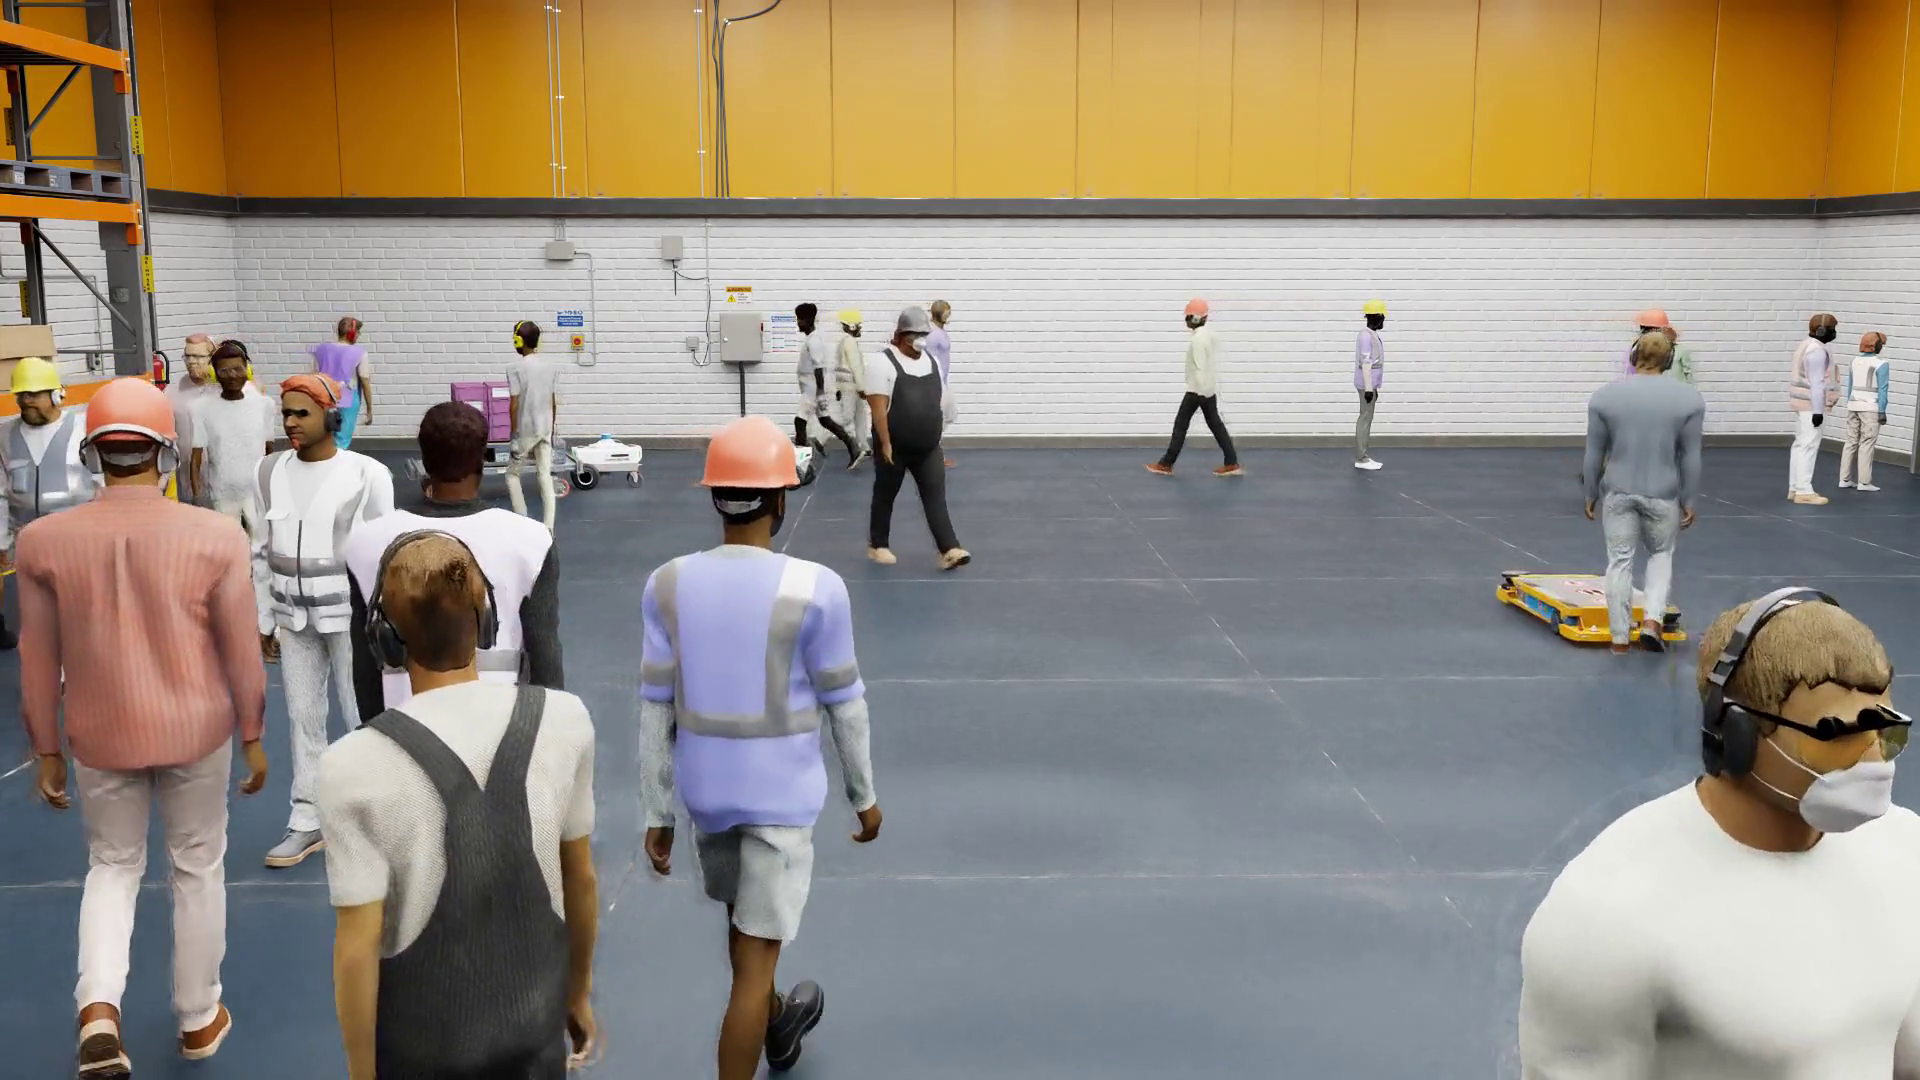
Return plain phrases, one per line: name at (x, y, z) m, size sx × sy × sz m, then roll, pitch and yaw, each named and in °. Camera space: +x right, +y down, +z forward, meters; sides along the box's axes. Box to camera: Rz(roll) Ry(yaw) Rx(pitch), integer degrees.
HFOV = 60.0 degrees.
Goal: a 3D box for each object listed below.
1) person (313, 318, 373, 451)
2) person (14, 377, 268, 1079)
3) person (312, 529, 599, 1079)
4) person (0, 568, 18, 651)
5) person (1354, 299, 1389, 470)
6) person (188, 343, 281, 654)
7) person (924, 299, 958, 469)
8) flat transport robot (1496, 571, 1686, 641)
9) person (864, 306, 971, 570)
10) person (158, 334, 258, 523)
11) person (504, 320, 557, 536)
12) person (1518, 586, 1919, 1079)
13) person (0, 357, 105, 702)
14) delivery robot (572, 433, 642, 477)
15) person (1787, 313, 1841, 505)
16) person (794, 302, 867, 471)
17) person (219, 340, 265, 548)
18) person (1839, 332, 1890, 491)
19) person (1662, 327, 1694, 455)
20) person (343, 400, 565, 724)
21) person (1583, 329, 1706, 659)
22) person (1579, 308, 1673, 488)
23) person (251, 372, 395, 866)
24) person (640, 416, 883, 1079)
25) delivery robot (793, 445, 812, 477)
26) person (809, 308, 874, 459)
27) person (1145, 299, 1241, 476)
person at (-6.120, -1.314, 16.564) m, size 0.624 × 1.777 × 0.949 m, roll 2°, pitch 9°, yaw 11°
person at (-2.240, 0.549, 4.577) m, size 0.625 × 1.976 × 0.616 m, roll -2°, pitch 10°, yaw -14°
person at (-0.829, 0.890, 2.928) m, size 0.518 × 1.825 × 0.674 m, roll -6°, pitch 11°, yaw -35°
person at (-5.798, -0.247, 9.637) m, size 0.562 × 1.911 × 0.757 m, roll -2°, pitch 9°, yaw -10°
person at (4.658, -1.767, 18.887) m, size 0.359 × 1.930 × 0.588 m, roll 3°, pitch 10°, yaw 18°
person at (-4.210, -0.222, 9.739) m, size 0.542 × 1.818 × 0.916 m, roll -6°, pitch 11°, yaw -34°
person at (-0.237, -1.756, 18.827) m, size 0.445 × 1.926 × 0.655 m, roll 2°, pitch 9°, yaw 9°
flat transport robot at (3.993, 0.409, 10.613) m, size 0.652 × 0.197 × 1.431 m, roll 0°, pitch 9°, yaw -1°
person at (-0.363, -0.787, 12.540) m, size 0.692 × 2.000 × 1.030 m, roll -6°, pitch 11°, yaw -31°
person at (-4.873, -0.407, 10.795) m, size 0.674 × 1.851 × 1.016 m, roll 1°, pitch 9°, yaw 4°
person at (-3.522, -0.861, 13.567) m, size 0.639 × 1.844 × 0.541 m, roll 8°, pitch 12°, yaw 40°
person at (0.992, 0.973, 2.238) m, size 0.631 × 1.896 × 1.018 m, roll -5°, pitch 11°, yaw -29°
person at (-4.731, -0.045, 8.673) m, size 0.614 × 1.814 × 0.431 m, roll -1°, pitch 9°, yaw -5°
delivery robot at (-3.662, -0.863, 17.259) m, size 0.707 × 0.478 × 0.477 m, roll -2°, pitch 9°, yaw -15°
person at (8.278, -1.271, 16.119) m, size 0.429 × 1.839 × 0.633 m, roll 3°, pitch 10°, yaw 17°
person at (-1.528, -1.688, 18.468) m, size 0.968 × 1.919 × 0.606 m, roll -1°, pitch 9°, yaw -4°
person at (-5.861, -0.779, 13.537) m, size 0.317 × 1.695 × 0.540 m, roll 3°, pitch 10°, yaw 18°
person at (9.265, -1.312, 17.020) m, size 0.315 × 1.629 × 0.507 m, roll -2°, pitch 9°, yaw -10°
person at (8.627, -1.814, 20.222) m, size 0.506 × 1.573 × 0.527 m, roll -8°, pitch 12°, yaw -41°
person at (-1.452, 0.539, 4.864) m, size 0.602 × 1.883 × 0.855 m, roll -2°, pitch 9°, yaw -11°
person at (3.948, -0.257, 9.665) m, size 0.637 × 1.921 × 0.437 m, roll 4°, pitch 10°, yaw 22°
person at (6.296, -1.220, 15.597) m, size 0.783 × 1.916 × 0.552 m, roll 4°, pitch 10°, yaw 24°
person at (-2.396, 0.312, 6.282) m, size 0.574 × 1.883 × 0.361 m, roll 2°, pitch 9°, yaw 10°
person at (-0.485, 0.627, 4.324) m, size 0.556 × 1.890 × 0.979 m, roll 4°, pitch 10°, yaw 21°
delivery robot at (-1.910, -0.859, 17.237) m, size 0.707 × 0.478 × 0.477 m, roll 2°, pitch 9°, yaw 13°
person at (-1.378, -1.845, 19.766) m, size 0.830 × 1.809 × 0.578 m, roll -2°, pitch 9°, yaw -10°
person at (2.614, -1.656, 18.203) m, size 1.046 × 1.944 × 0.617 m, roll 4°, pitch 10°, yaw 25°
